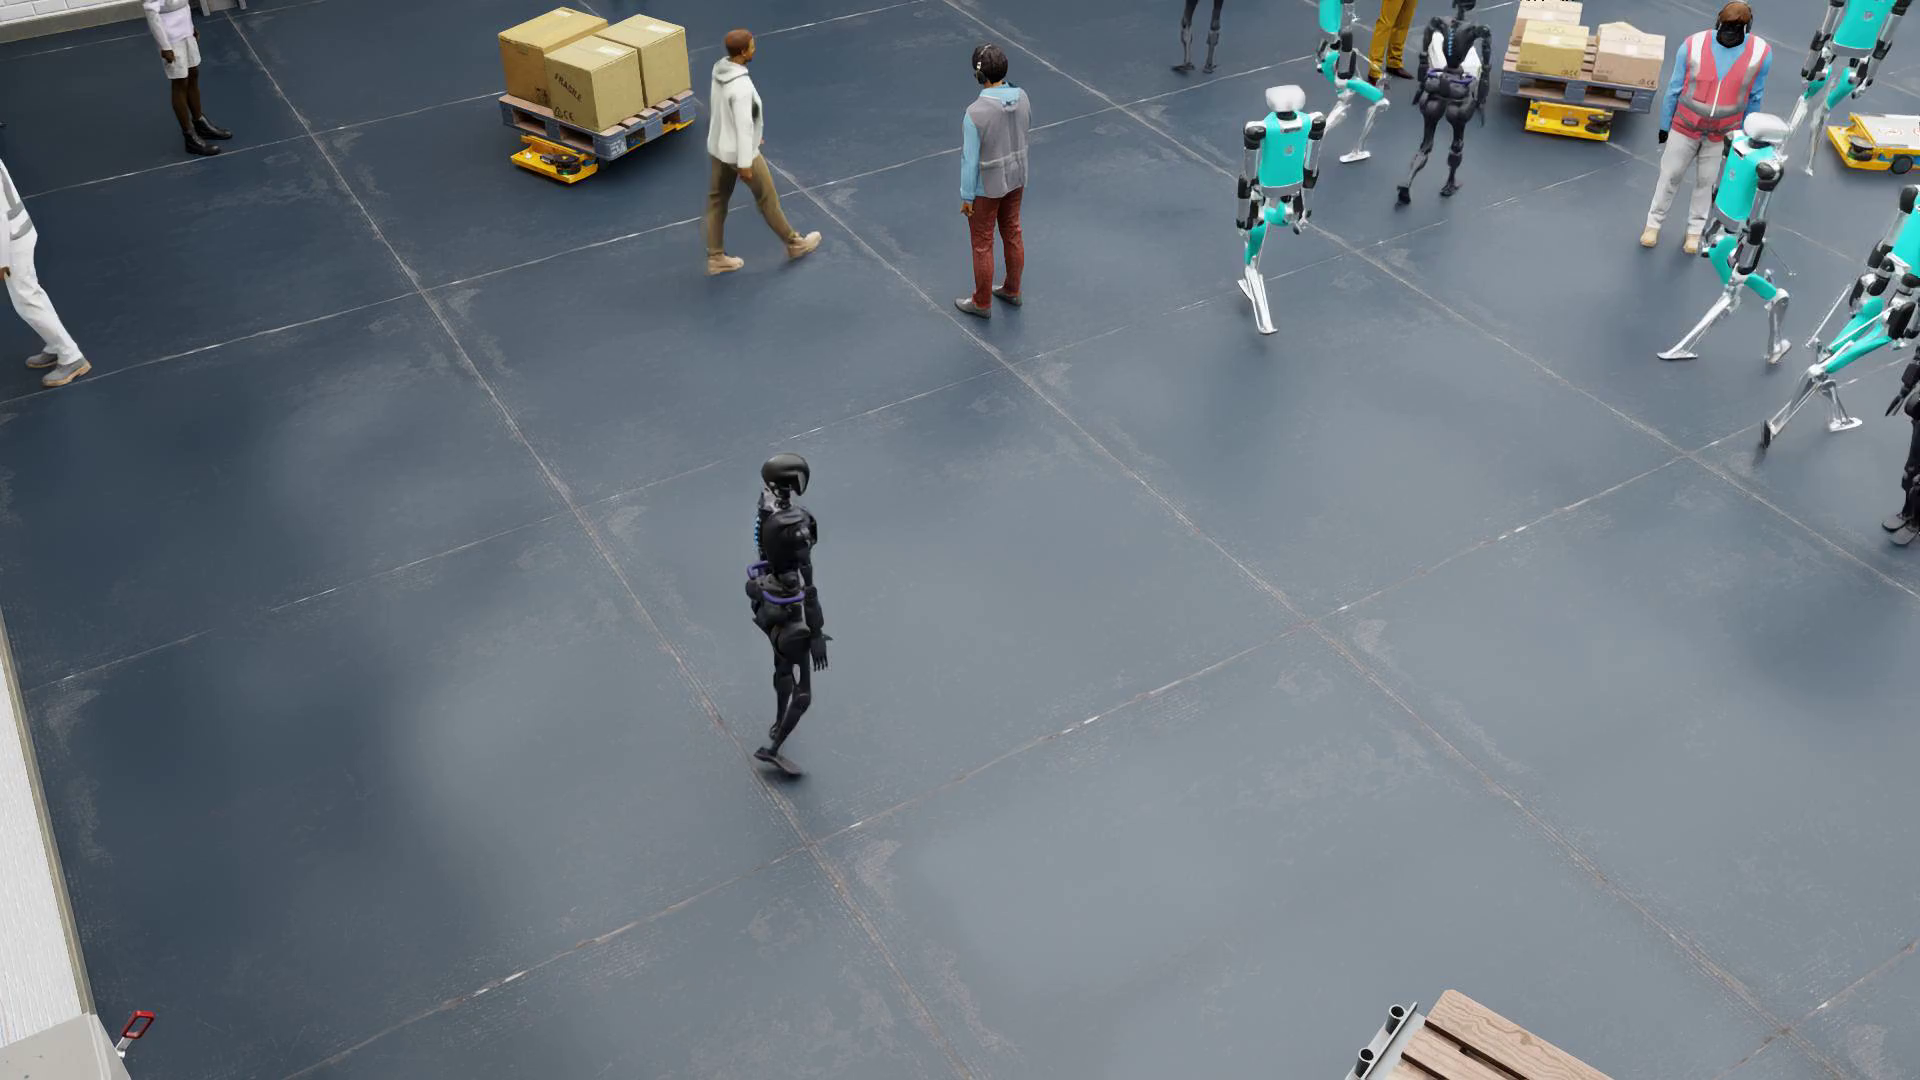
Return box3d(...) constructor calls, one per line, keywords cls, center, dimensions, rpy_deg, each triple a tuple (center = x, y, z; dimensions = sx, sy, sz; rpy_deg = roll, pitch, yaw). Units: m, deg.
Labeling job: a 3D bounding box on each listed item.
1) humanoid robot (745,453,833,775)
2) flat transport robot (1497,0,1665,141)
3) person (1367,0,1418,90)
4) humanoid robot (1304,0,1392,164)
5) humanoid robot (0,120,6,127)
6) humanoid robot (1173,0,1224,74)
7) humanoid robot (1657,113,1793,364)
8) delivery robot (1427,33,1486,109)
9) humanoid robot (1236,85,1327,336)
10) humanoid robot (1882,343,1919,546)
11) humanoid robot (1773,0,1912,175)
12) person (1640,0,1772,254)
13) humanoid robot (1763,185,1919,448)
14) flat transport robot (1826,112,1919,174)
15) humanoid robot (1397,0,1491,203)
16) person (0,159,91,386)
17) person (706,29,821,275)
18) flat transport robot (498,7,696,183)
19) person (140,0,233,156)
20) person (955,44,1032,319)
box3d(cls="humanoid robot", center=(-0.867, 0.328, 7.748), dimensions=(0.460, 1.648, 0.614), rpy_deg=(-18, 42, -22))
box3d(cls="flat transport robot", center=(5.183, -3.770, 14.049), dimensions=(0.659, 0.231, 1.431), rpy_deg=(13, 40, 15))
box3d(cls="person", center=(3.769, -4.709, 14.040), dimensions=(0.526, 1.752, 0.343), rpy_deg=(-28, 46, -30))
box3d(cls="humanoid robot", center=(3.065, -3.694, 12.776), dimensions=(0.868, 1.765, 0.534), rpy_deg=(-7, 39, -9))
box3d(cls="humanoid robot", center=(-8.105, -4.050, 13.256), dimensions=(0.599, 1.657, 0.315), rpy_deg=(18, 42, 21))
box3d(cls="humanoid robot", center=(2.132, -4.844, 14.270), dimensions=(0.596, 1.637, 0.403), rpy_deg=(-5, 39, -6))
box3d(cls="humanoid robot", center=(5.101, -1.834, 10.466), dimensions=(0.912, 1.808, 0.560), rpy_deg=(-5, 39, -6))
box3d(cls="delivery robot", center=(4.187, -4.011, 14.126), dimensions=(0.517, 0.599, 0.770), rpy_deg=(3, 38, 4))
box3d(cls="humanoid robot", center=(1.995, -2.205, 10.892), dimensions=(0.558, 1.732, 1.033), rpy_deg=(-9, 39, -11))
box3d(cls="humanoid robot", center=(5.384, -0.719, 9.065), dimensions=(0.366, 1.641, 0.595), rpy_deg=(-17, 41, -20))
box3d(cls="humanoid robot", center=(6.667, -3.593, 12.675), dimensions=(0.545, 1.811, 0.783), rpy_deg=(9, 39, 11))
box3d(cls="person", center=(5.233, -2.892, 11.689), dimensions=(0.628, 1.836, 0.431), rpy_deg=(13, 40, 16))
box3d(cls="humanoid robot", center=(5.223, -1.311, 9.782), dimensions=(0.971, 1.766, 0.553), rpy_deg=(-10, 39, -12))
box3d(cls="flat transport robot", center=(7.755, -3.141, 13.256), dimensions=(1.431, 0.231, 0.659), rpy_deg=(4, 39, 6))
box3d(cls="humanoid robot", center=(3.608, -3.288, 12.333), dimensions=(0.601, 1.655, 0.637), rpy_deg=(28, 46, 31))
box3d(cls="person", center=(-5.912, -1.849, 10.334), dimensions=(0.352, 1.875, 0.589), rpy_deg=(-23, 44, -26))
box3d(cls="person", center=(-1.431, -2.693, 11.509), dimensions=(0.905, 1.718, 0.505), rpy_deg=(-23, 44, -26))
box3d(cls="flat transport robot", center=(-2.881, -3.293, 13.446), dimensions=(0.659, 0.231, 1.431), rpy_deg=(23, 44, 27))
box3d(cls="person", center=(-6.098, -3.977, 12.968), dimensions=(0.375, 1.936, 0.547), rpy_deg=(1, 38, 2))
box3d(cls="person", center=(0.232, -2.331, 10.945), dimensions=(0.534, 1.873, 0.416), rpy_deg=(-28, 46, -31))
